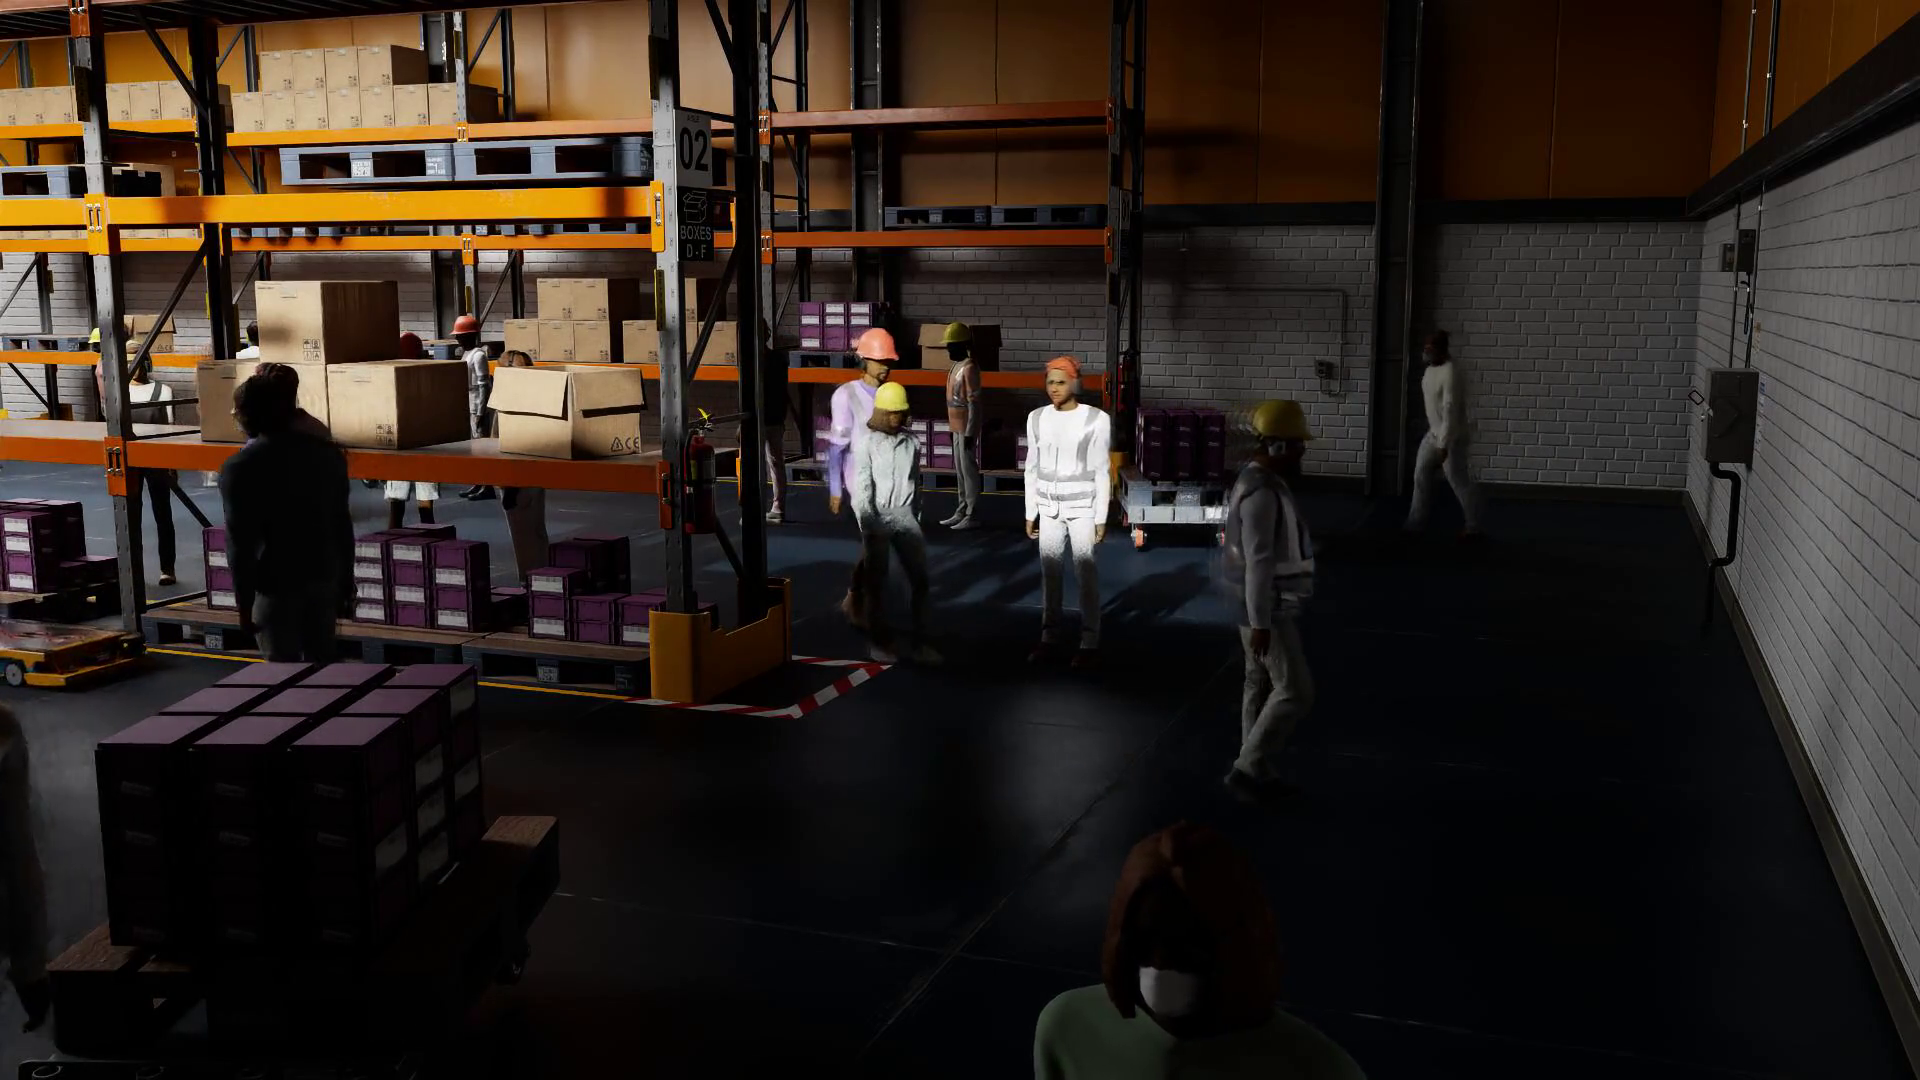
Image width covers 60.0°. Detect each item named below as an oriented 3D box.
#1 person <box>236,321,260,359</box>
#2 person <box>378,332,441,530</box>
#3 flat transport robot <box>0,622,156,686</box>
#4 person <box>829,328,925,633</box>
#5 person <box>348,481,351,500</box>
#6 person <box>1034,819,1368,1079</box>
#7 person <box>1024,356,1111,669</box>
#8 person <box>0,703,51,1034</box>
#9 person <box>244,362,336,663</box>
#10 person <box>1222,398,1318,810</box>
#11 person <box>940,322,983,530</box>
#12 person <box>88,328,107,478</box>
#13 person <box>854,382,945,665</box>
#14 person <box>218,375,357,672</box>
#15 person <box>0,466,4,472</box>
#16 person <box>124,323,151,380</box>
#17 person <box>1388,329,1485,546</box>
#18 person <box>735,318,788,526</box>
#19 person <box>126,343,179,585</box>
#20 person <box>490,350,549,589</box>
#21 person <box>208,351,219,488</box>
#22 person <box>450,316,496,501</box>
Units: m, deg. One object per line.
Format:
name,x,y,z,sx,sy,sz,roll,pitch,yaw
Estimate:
person,-7.611,-1.449,18.114,0.521,1.865,0.328,2,9,10
person,-4.170,-0.613,12.662,0.543,1.928,0.374,-5,10,-27
flat transport robot,-5.598,0.654,9.891,1.431,0.197,0.652,3,10,20
person,-0.549,-0.377,10.914,0.515,2.017,0.597,7,12,38
person,-6.462,-1.241,16.736,0.558,1.894,0.591,9,13,44
person,0.319,1.181,2.343,0.502,1.628,0.268,5,10,29
person,0.637,-0.162,10.006,0.575,1.877,0.372,5,11,31
person,-2.258,0.922,3.512,0.964,1.784,0.610,4,10,24
person,-3.517,0.033,8.665,0.406,1.910,0.639,1,9,8
person,1.359,0.288,7.322,0.414,1.819,0.626,2,9,9
person,0.017,-1.048,15.414,0.383,1.921,0.586,-2,9,-13
person,-9.807,-1.565,19.189,0.529,1.757,0.369,9,12,43
person,-0.369,-0.080,9.936,0.502,1.717,0.651,-6,11,-34
person,-2.969,0.212,7.520,0.646,1.917,0.662,6,11,34
person,-11.776,-1.719,19.565,0.754,1.942,0.620,-8,12,-42
person,-9.871,-1.695,19.847,0.454,1.815,0.649,-7,11,-36
person,4.154,-0.869,14.376,0.957,1.883,0.651,-1,9,-9
person,-1.874,-1.120,15.667,0.393,1.985,0.611,7,12,38
person,-6.206,-0.568,12.637,0.505,1.847,0.344,-2,9,-10
person,-3.057,-0.395,11.567,0.429,1.840,0.635,0,9,2
person,-8.142,-1.386,18.485,0.570,1.622,0.520,-4,10,-22
person,-5.111,-1.378,17.444,0.373,1.932,0.549,-6,11,-31
